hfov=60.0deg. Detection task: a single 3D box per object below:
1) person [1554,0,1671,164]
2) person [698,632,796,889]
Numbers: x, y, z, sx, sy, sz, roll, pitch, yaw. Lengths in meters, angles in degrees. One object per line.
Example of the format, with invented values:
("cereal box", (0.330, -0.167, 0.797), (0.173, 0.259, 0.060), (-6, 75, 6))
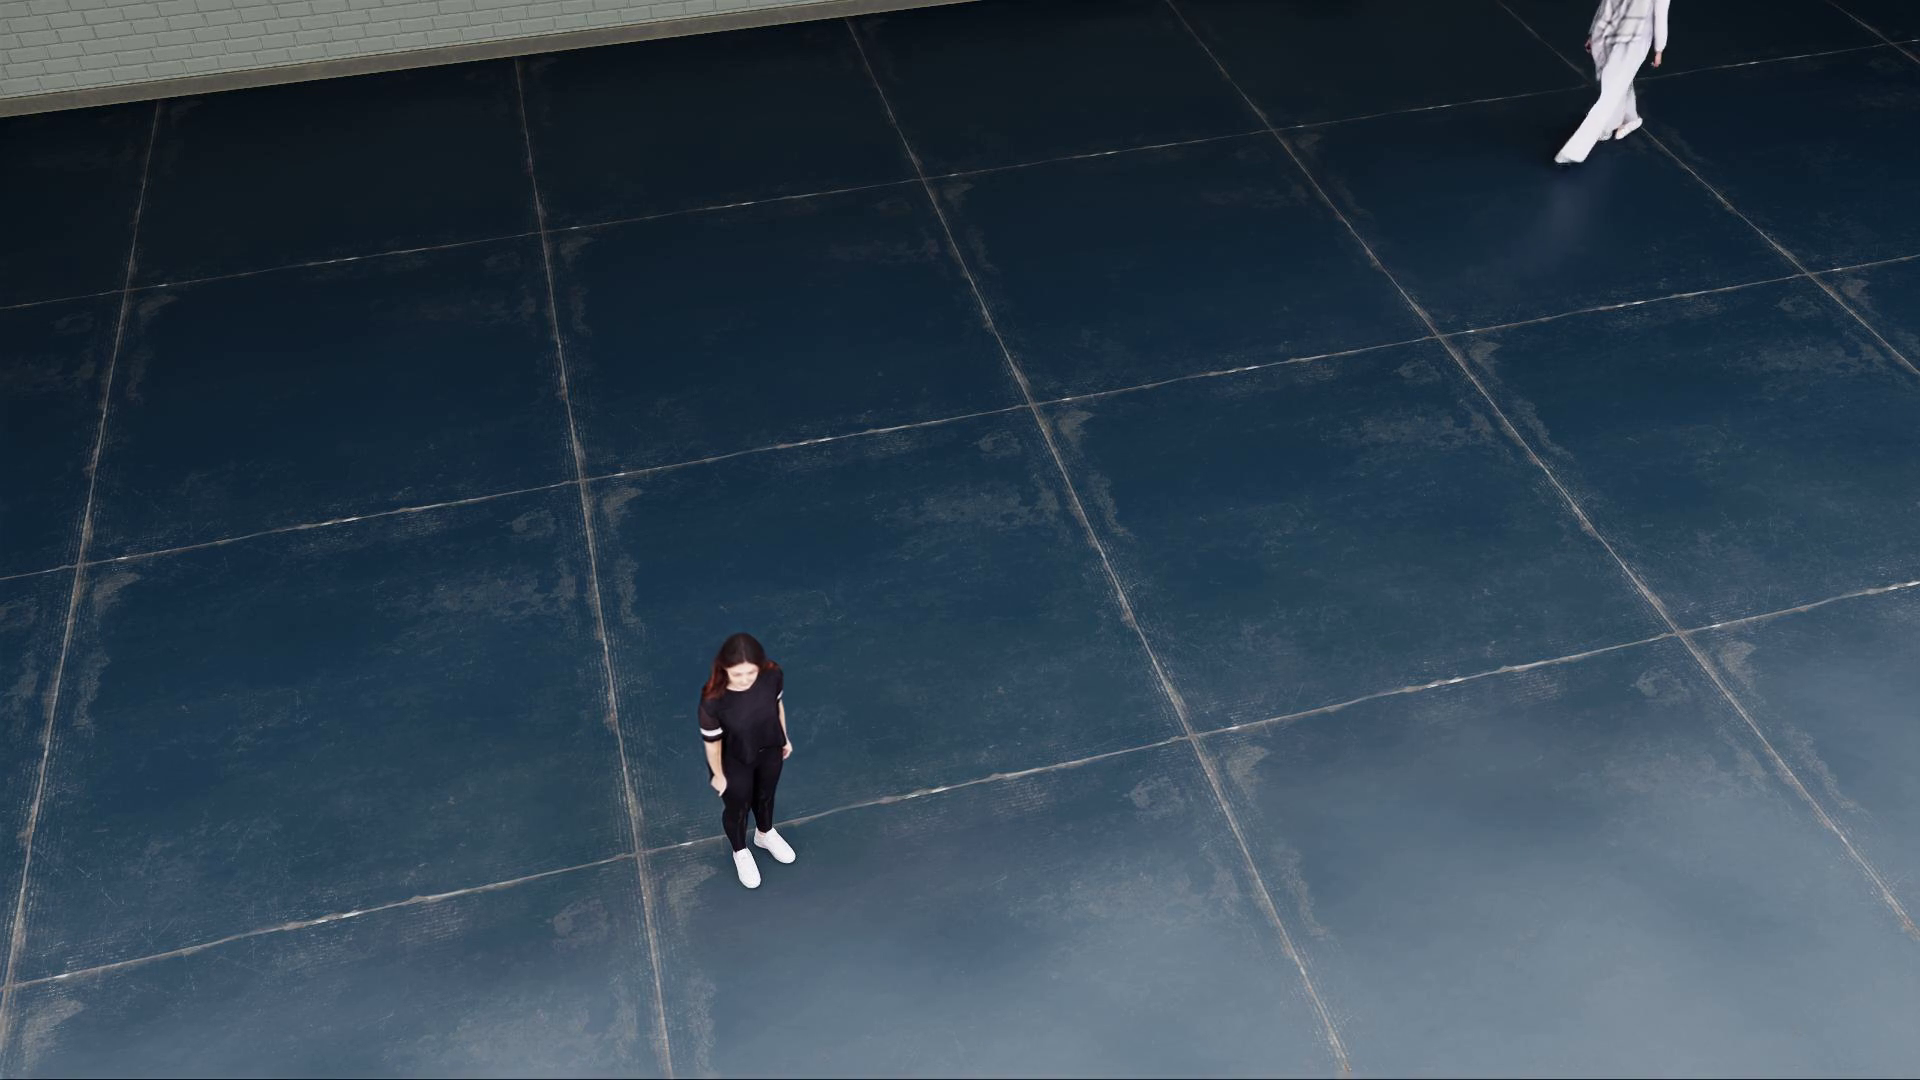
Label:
("person", (5.056, -3.772, 12.856), (1.020, 1.870, 1.291), (-22, 48, -22))
("person", (-1.004, 1.011, 7.903), (0.699, 1.638, 0.715), (-30, 51, -28))
